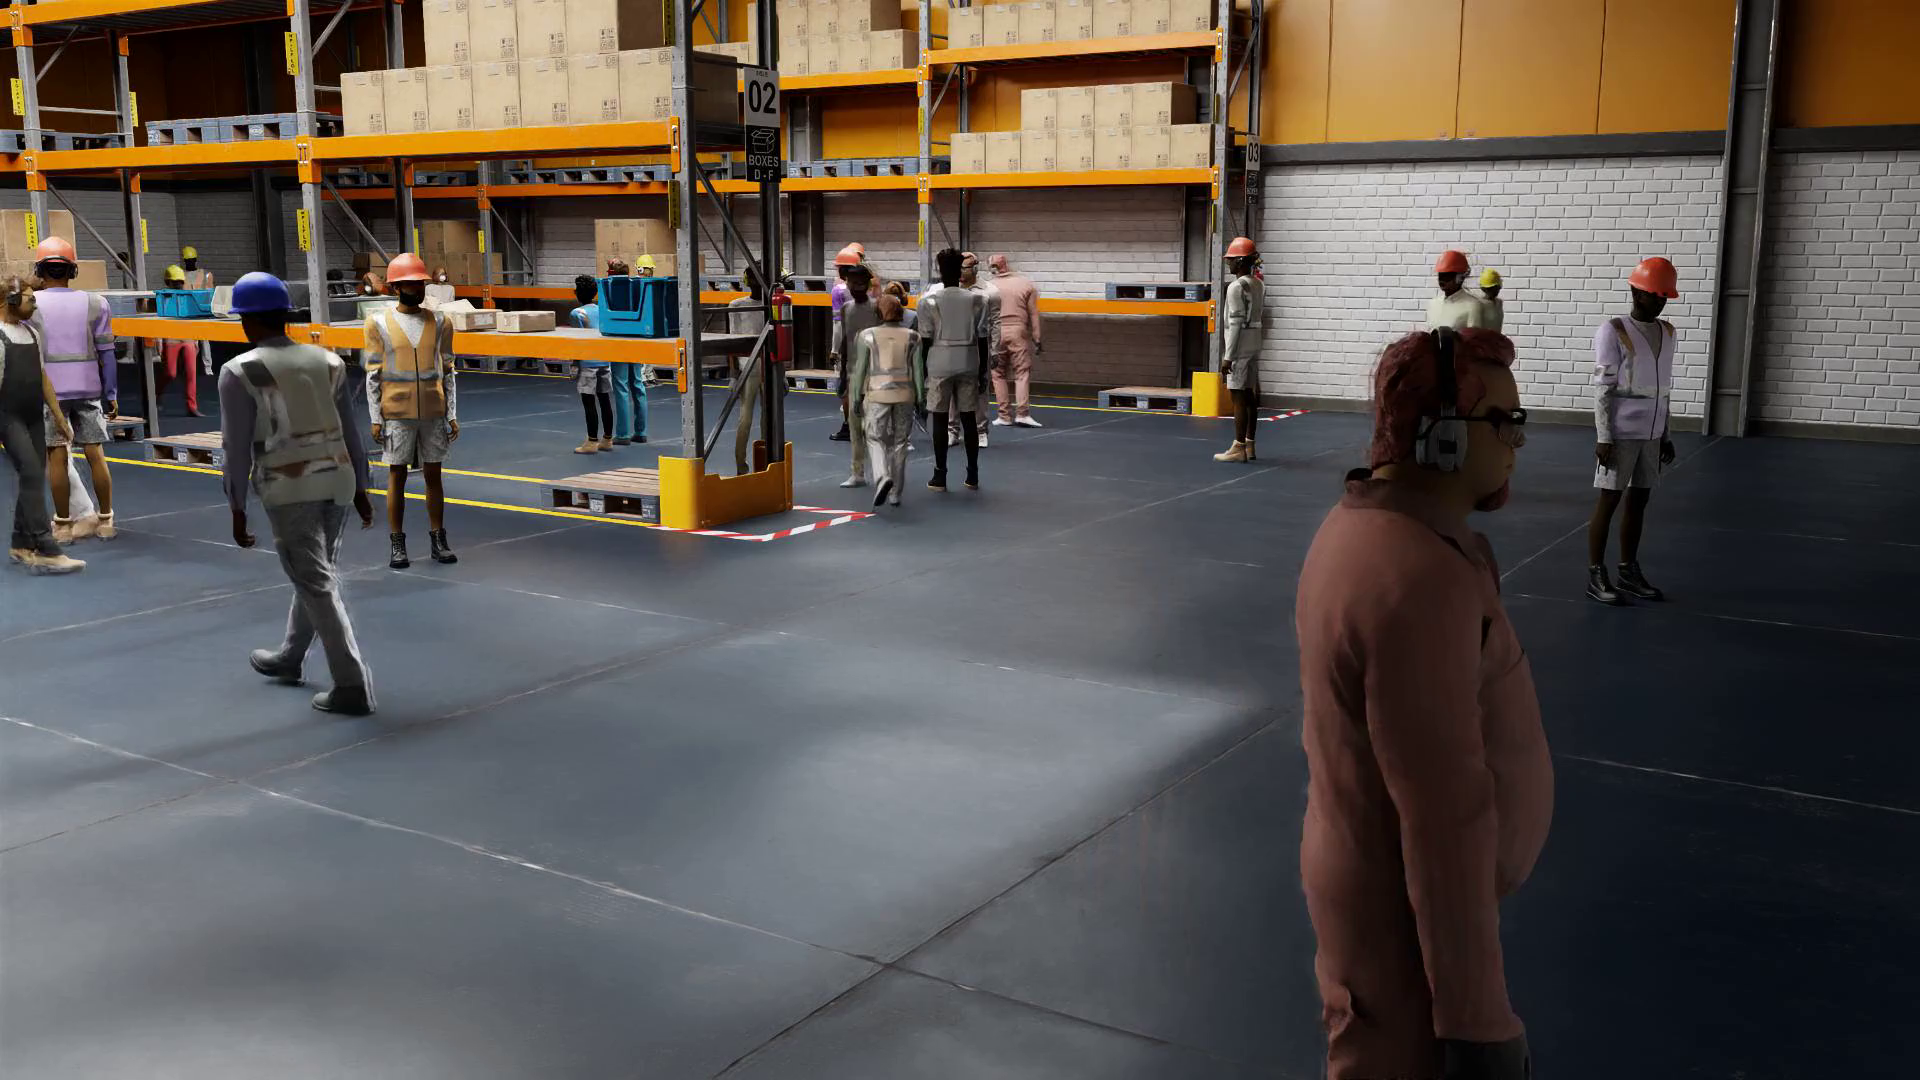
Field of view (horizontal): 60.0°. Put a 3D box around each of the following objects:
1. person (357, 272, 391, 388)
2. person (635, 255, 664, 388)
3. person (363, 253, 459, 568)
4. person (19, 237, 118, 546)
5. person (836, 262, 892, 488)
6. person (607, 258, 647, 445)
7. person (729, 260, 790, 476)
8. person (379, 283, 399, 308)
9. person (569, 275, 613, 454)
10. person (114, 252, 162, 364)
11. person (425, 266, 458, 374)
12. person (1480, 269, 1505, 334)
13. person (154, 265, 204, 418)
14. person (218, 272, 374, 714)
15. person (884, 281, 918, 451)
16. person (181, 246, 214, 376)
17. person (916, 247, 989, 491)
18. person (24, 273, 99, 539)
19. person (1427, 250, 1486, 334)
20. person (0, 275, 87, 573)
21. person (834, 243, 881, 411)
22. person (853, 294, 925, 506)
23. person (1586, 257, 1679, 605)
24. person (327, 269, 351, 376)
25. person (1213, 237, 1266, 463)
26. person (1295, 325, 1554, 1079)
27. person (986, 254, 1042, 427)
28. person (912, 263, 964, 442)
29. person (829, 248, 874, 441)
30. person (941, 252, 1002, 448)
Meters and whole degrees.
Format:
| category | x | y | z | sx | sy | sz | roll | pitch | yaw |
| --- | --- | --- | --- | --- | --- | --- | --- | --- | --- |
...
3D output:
| category | x | y | z | sx | sy | sz | roll | pitch | yaw |
| --- | --- | --- | --- | --- | --- | --- | --- | --- | --- |
| person | -7.187 | -2.469 | 20.442 | 0.518 | 1.627 | 0.369 | 3 | 11 | 15 |
| person | -4.317 | -3.003 | 22.884 | 0.403 | 1.825 | 0.590 | 2 | 10 | 13 |
| person | -3.393 | -0.801 | 10.342 | 0.549 | 1.942 | 0.344 | -6 | 12 | -30 |
| person | -5.942 | -0.981 | 11.061 | 0.616 | 2.041 | 0.379 | -9 | 13 | -40 |
| person | -0.732 | -1.348 | 13.642 | 0.555 | 1.845 | 0.580 | 8 | 13 | 38 |
| person | -3.319 | -1.855 | 16.445 | 0.395 | 1.847 | 0.564 | 8 | 13 | 36 |
| person | -1.635 | -1.338 | 13.532 | 0.530 | 1.864 | 0.313 | -7 | 12 | -32 |
| person | -6.341 | -2.183 | 18.958 | 0.518 | 1.598 | 0.828 | -6 | 12 | -29 |
| person | -3.501 | -1.659 | 15.770 | 0.322 | 1.697 | 0.530 | 5 | 11 | 26 |
| person | -13.558 | -3.793 | 27.257 | 0.727 | 1.819 | 0.567 | -3 | 11 | -15 |
| person | -7.790 | -3.293 | 24.999 | 0.285 | 1.635 | 0.497 | 10 | 14 | 43 |
| person | 5.516 | -1.977 | 17.457 | 0.583 | 1.724 | 0.443 | -9 | 14 | -42 |
| person | -9.005 | -2.268 | 19.034 | 0.669 | 1.749 | 0.534 | 7 | 12 | 34 |
| person | -2.904 | -0.209 | 7.234 | 0.950 | 1.885 | 0.626 | 6 | 12 | 29 |
| person | -0.621 | -1.658 | 15.943 | 0.509 | 1.632 | 0.268 | -3 | 11 | -18 |
| person | -11.438 | -3.411 | 24.845 | 0.591 | 1.927 | 0.366 | -4 | 11 | -22 |
| person | -0.063 | -1.373 | 13.448 | 0.613 | 1.962 | 0.367 | -3 | 11 | -15 |
| person | -6.177 | -0.921 | 11.428 | 0.615 | 1.803 | 0.690 | 0 | 10 | -1 |
| person | 3.932 | -1.323 | 13.228 | 1.003 | 1.951 | 0.626 | -6 | 12 | -29 |
| person | -5.668 | -0.698 | 10.158 | 0.684 | 1.802 | 0.578 | 1 | 10 | 8 |
| person | -1.211 | -2.498 | 19.627 | 0.610 | 1.985 | 0.392 | -4 | 11 | -23 |
| person | -0.519 | -1.038 | 12.531 | 0.546 | 1.617 | 0.566 | -2 | 10 | -10 |
| person | 3.778 | -0.601 | 9.275 | 0.543 | 1.928 | 0.373 | -5 | 11 | -24 |
| person | -8.015 | -2.644 | 21.341 | 0.531 | 1.664 | 0.835 | -4 | 11 | -20 |
| person | 2.544 | -1.721 | 15.162 | 0.377 | 2.044 | 0.607 | 6 | 12 | 30 |
| person | 0.734 | 0.604 | 2.730 | 0.488 | 1.913 | 0.666 | 1 | 10 | 7 |
| person | 0.527 | -2.146 | 18.036 | 0.719 | 1.862 | 0.593 | 0 | 10 | -2 |
| person | -0.189 | -1.921 | 16.653 | 0.490 | 1.898 | 0.619 | -2 | 10 | -11 |
| person | -1.125 | -1.968 | 16.820 | 0.358 | 1.936 | 0.552 | 8 | 13 | 38 |
| person | 0.071 | -1.843 | 16.222 | 0.651 | 1.904 | 0.403 | 2 | 11 | 13 |
